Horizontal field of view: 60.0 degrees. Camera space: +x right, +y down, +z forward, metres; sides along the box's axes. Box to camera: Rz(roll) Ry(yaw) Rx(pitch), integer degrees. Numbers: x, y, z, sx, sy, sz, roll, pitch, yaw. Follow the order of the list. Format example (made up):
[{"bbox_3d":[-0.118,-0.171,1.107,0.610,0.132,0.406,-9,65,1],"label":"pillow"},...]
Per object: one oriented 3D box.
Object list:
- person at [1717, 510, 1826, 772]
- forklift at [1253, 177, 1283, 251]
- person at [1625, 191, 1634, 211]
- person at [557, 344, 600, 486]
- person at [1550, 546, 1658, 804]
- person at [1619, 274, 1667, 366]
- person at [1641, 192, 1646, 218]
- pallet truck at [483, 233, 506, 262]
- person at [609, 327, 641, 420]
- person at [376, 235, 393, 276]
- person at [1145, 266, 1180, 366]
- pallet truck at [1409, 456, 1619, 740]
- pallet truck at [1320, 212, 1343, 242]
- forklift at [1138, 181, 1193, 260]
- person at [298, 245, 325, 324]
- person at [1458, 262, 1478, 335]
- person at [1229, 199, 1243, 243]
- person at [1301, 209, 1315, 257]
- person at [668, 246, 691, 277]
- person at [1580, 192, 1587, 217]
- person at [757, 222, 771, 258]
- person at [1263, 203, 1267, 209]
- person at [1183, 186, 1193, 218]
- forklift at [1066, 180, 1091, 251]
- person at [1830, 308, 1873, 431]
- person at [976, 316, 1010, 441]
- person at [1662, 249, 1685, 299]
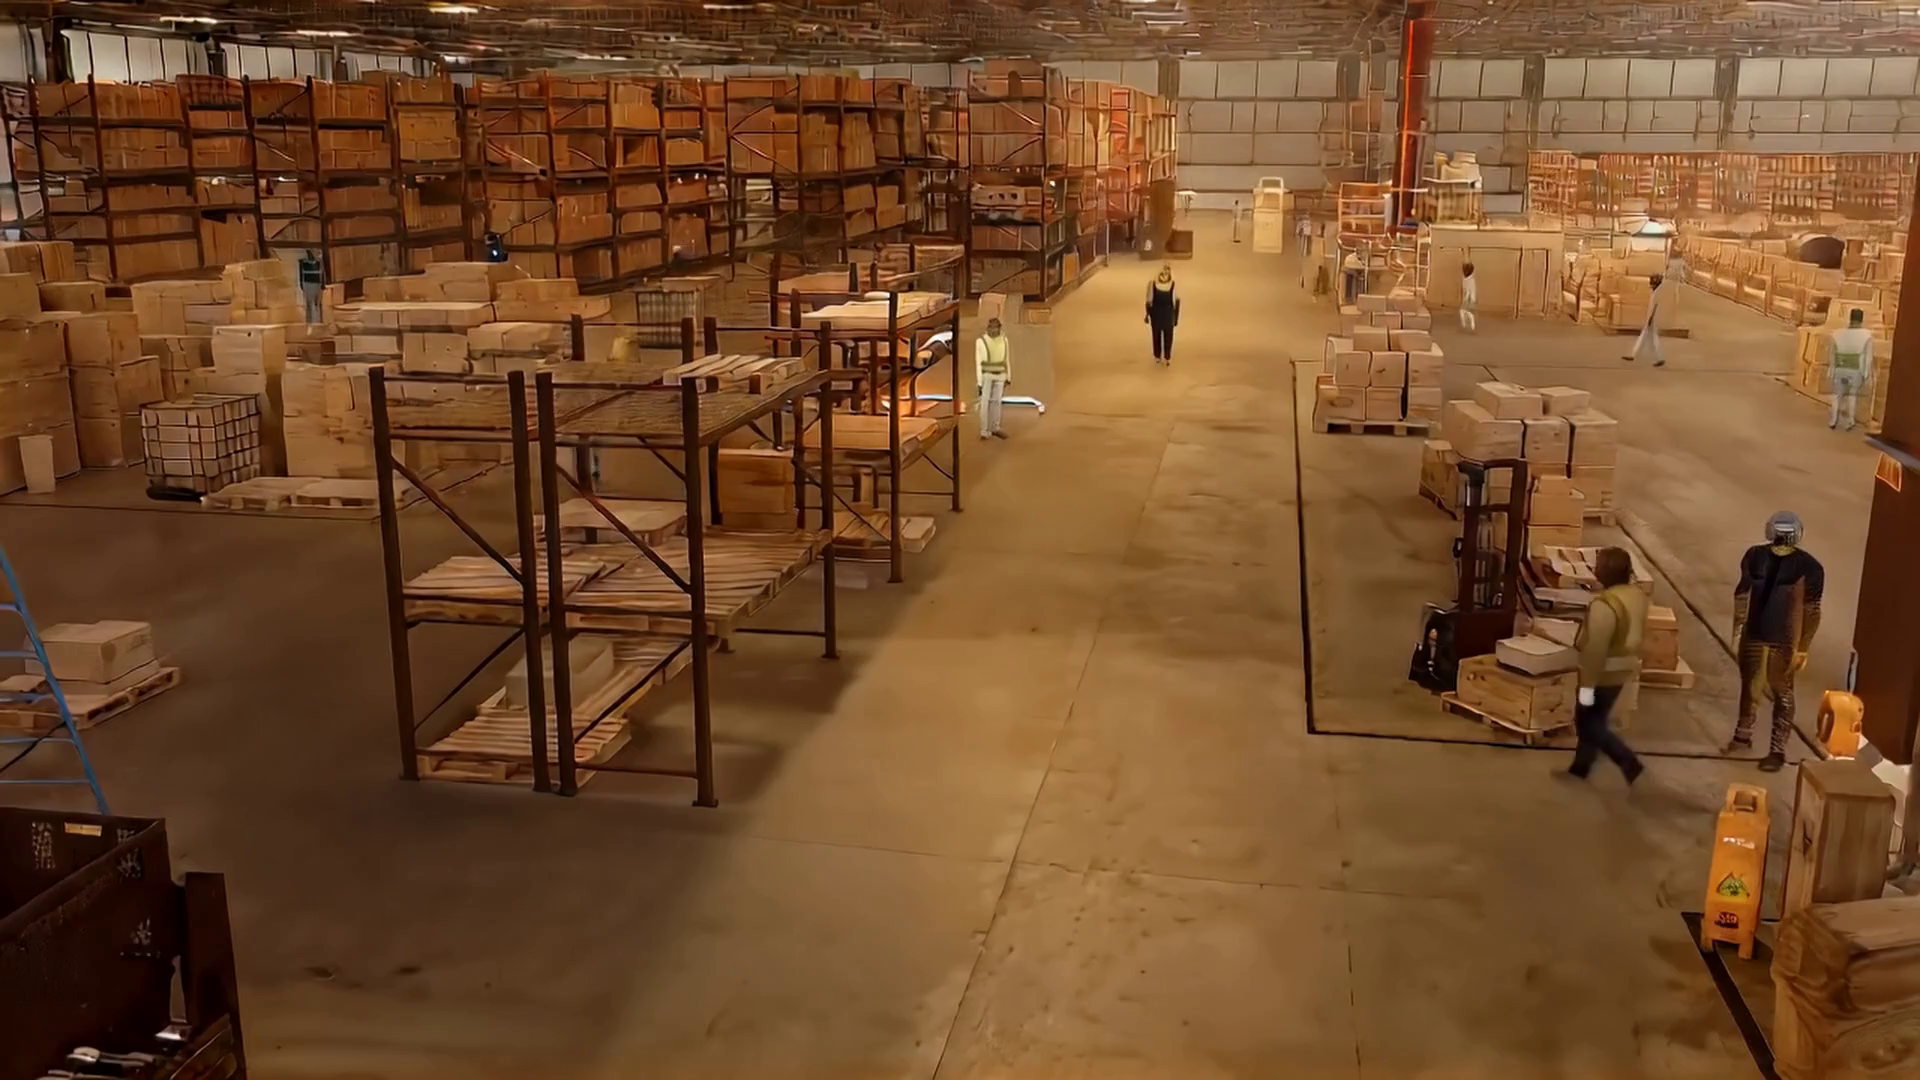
[{"bbox_3d":[5.943,0.726,12.191,0.366,1.940,0.635,-8,16,-31],"label":"person"},{"bbox_3d":[12.083,-12.747,64.956,1.129,2.768,1.873,3,14,10],"label":"forklift"},{"bbox_3d":[32.446,-16.064,80.578,0.403,1.831,0.596,-6,15,-25],"label":"person"},{"bbox_3d":[-4.937,-1.591,21.639,0.603,1.915,0.510,-7,16,-27],"label":"person"},{"bbox_3d":[4.545,0.940,11.573,0.723,1.818,0.635,12,19,41],"label":"person"},{"bbox_3d":[13.755,-4.402,33.244,0.941,1.822,0.555,5,15,18],"label":"person"},{"bbox_3d":[33.570,-16.361,81.831,0.439,1.830,0.569,12,18,40],"label":"person"},{"bbox_3d":[-11.832,-7.026,43.548,1.885,1.965,0.823,8,16,28],"label":"pallet truck"},{"bbox_3d":[-5.462,-2.686,26.743,0.816,1.585,0.528,-12,18,-40],"label":"person"},{"bbox_3d":[-15.694,-7.408,45.418,0.429,1.844,0.625,-8,16,-29],"label":"person"},{"bbox_3d":[4.064,-4.554,33.422,0.691,2.000,1.009,3,14,12],"label":"person"},{"bbox_3d":[4.504,0.400,13.395,0.823,1.965,1.885,-6,15,-23],"label":"pallet truck"},{"bbox_3d":[15.874,-13.227,70.310,0.680,1.201,1.601,10,17,35],"label":"pallet truck"},{"bbox_3d":[7.449,-11.551,60.102,1.873,2.768,1.129,-1,14,-4],"label":"forklift"},{"bbox_3d":[-15.783,-6.237,40.536,0.591,1.910,0.387,-7,16,-28],"label":"person"},{"bbox_3d":[11.642,-5.530,38.113,0.538,1.670,0.563,2,14,9],"label":"person"},{"bbox_3d":[11.582,-13.379,69.704,0.404,1.821,0.595,-13,19,-42],"label":"person"},{"bbox_3d":[12.930,-11.402,61.825,0.638,1.739,0.469,10,17,34],"label":"person"},{"bbox_3d":[-6.737,-6.006,39.503,0.990,1.942,0.647,11,18,39],"label":"person"},{"bbox_3d":[30.133,-16.095,80.461,0.375,1.950,0.614,7,15,25],"label":"person"},{"bbox_3d":[-7.208,-11.255,61.332,0.532,1.698,0.319,-5,15,-21],"label":"person"},{"bbox_3d":[12.639,-13.256,69.541,0.537,1.657,0.856,-5,15,-18],"label":"person"},{"bbox_3d":[12.141,-18.004,88.683,0.536,1.727,0.892,3,14,11],"label":"person"},{"bbox_3d":[3.955,-11.806,61.135,1.873,2.768,1.129,2,14,9],"label":"forklift"},{"bbox_3d":[13.883,-2.654,25.966,0.391,1.916,0.590,-13,19,-43],"label":"person"},{"bbox_3d":[0.503,-2.453,25.219,0.576,1.883,0.354,-8,16,-29],"label":"person"},{"bbox_3d":[18.525,-6.764,43.268,0.523,1.600,0.752,2,14,7],"label":"person"}]
